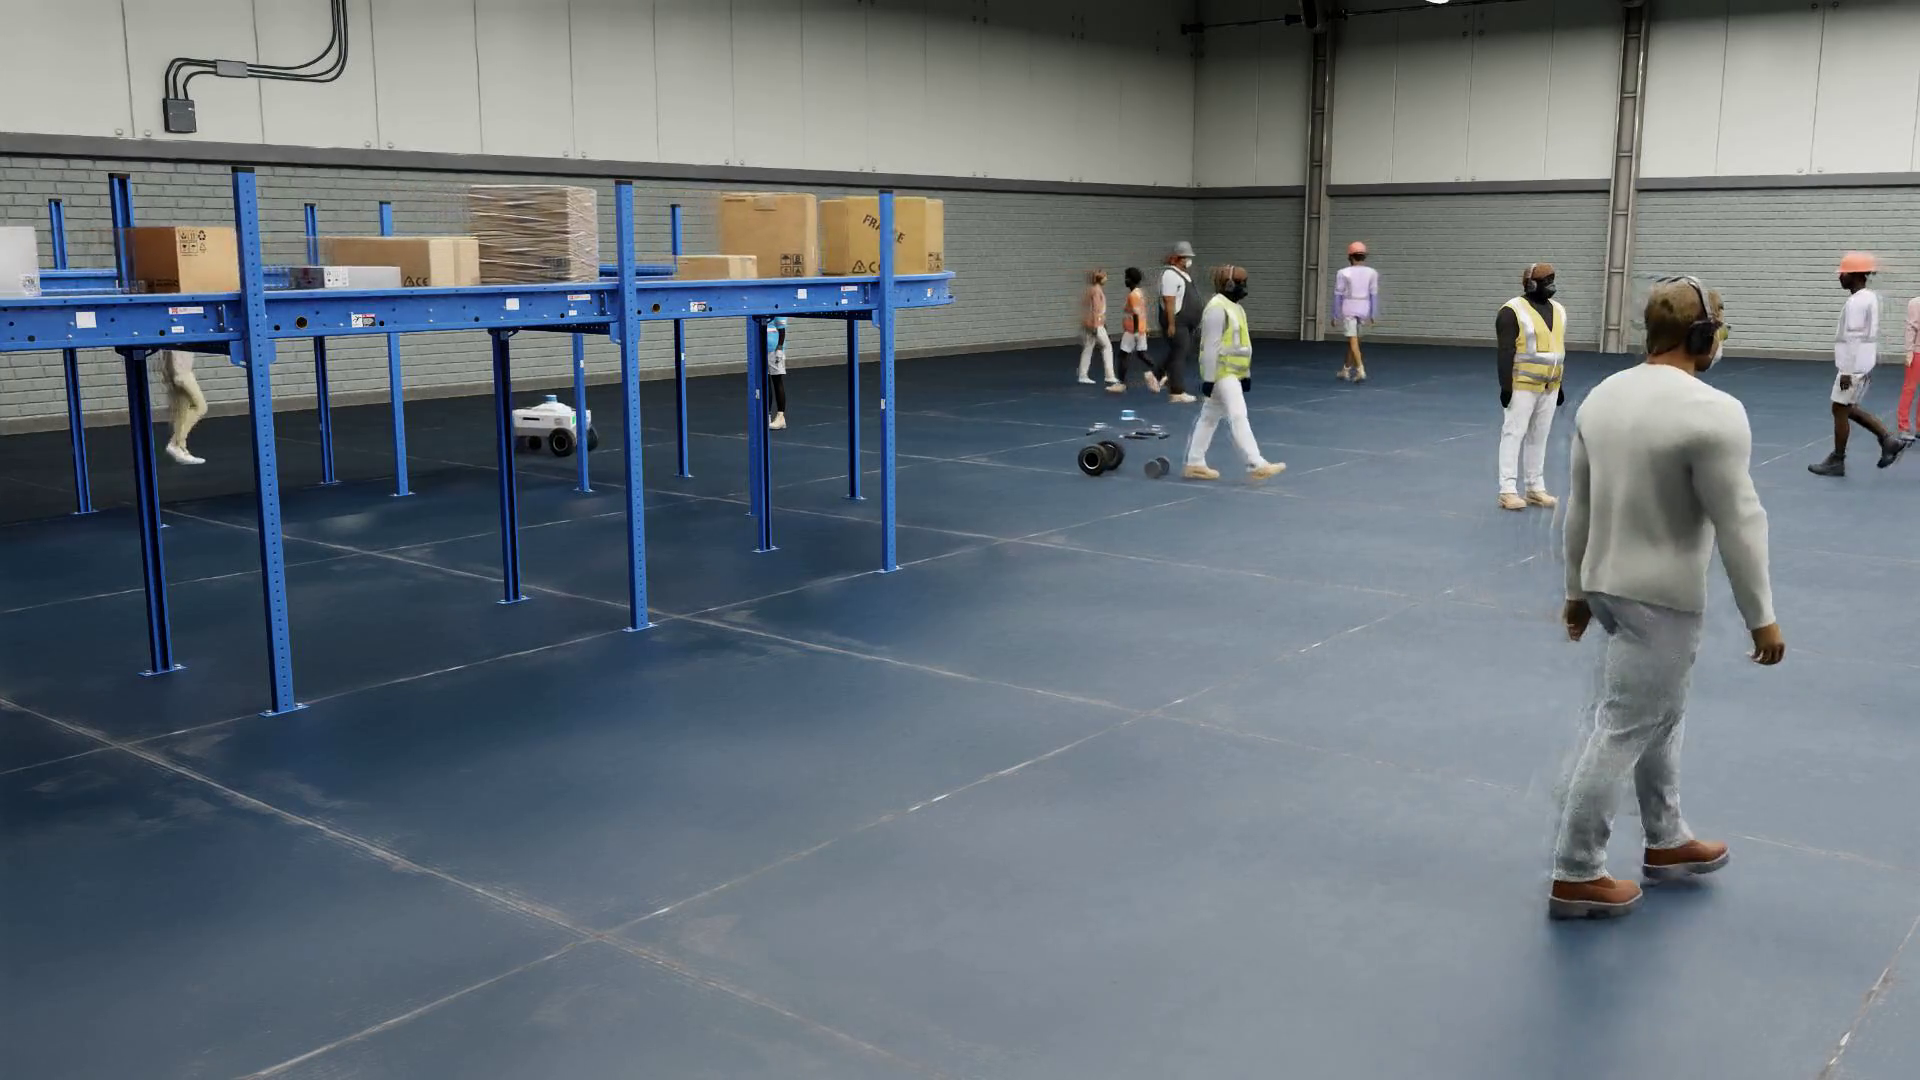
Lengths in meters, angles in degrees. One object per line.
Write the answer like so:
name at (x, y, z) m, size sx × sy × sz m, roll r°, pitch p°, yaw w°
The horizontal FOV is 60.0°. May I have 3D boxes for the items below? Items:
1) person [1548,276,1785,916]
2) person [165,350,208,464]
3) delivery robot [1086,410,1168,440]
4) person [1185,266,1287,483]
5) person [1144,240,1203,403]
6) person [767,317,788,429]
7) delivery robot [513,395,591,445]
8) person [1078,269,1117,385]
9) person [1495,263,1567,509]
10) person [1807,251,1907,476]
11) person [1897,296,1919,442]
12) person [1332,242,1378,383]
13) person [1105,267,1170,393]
person at (2.169, 0.181, 4.983) m, size 0.874 × 1.904 × 0.646 m, roll -2°, pitch 10°, yaw -12°
person at (-6.980, -1.485, 14.982) m, size 0.356 × 1.622 × 0.499 m, roll -5°, pitch 11°, yaw -26°
delivery robot at (1.453, -1.013, 14.466) m, size 0.698 × 0.223 × 0.335 m, roll 5°, pitch 11°, yaw 23°
person at (2.316, -1.384, 13.948) m, size 0.946 × 1.791 × 0.647 m, roll 4°, pitch 11°, yaw 21°
person at (2.705, -2.755, 20.979) m, size 0.705 × 2.000 × 0.692 m, roll 4°, pitch 11°, yaw 21°
person at (-2.064, -2.045, 17.881) m, size 0.315 × 1.696 × 0.541 m, roll -9°, pitch 14°, yaw -41°
delivery robot at (-3.900, -1.141, 15.894) m, size 0.707 × 0.478 × 0.477 m, roll 4°, pitch 11°, yaw 18°
person at (1.997, -2.987, 23.328) m, size 0.731 × 1.609 × 0.526 m, roll -1°, pitch 10°, yaw -7°
person at (4.343, -1.165, 12.606) m, size 0.630 × 1.844 × 0.429 m, roll -5°, pitch 11°, yaw -26°
person at (7.736, -1.502, 14.247) m, size 0.631 × 1.923 × 0.550 m, roll 8°, pitch 13°, yaw 37°
person at (9.781, -1.887, 16.811) m, size 0.523 × 1.769 × 0.316 m, roll -3°, pitch 11°, yaw -15°
person at (5.648, -3.255, 23.770) m, size 0.621 × 1.999 × 1.025 m, roll -2°, pitch 11°, yaw -13°
person at (2.390, -2.787, 22.101) m, size 0.828 × 1.663 × 0.538 m, roll 3°, pitch 11°, yaw 14°
